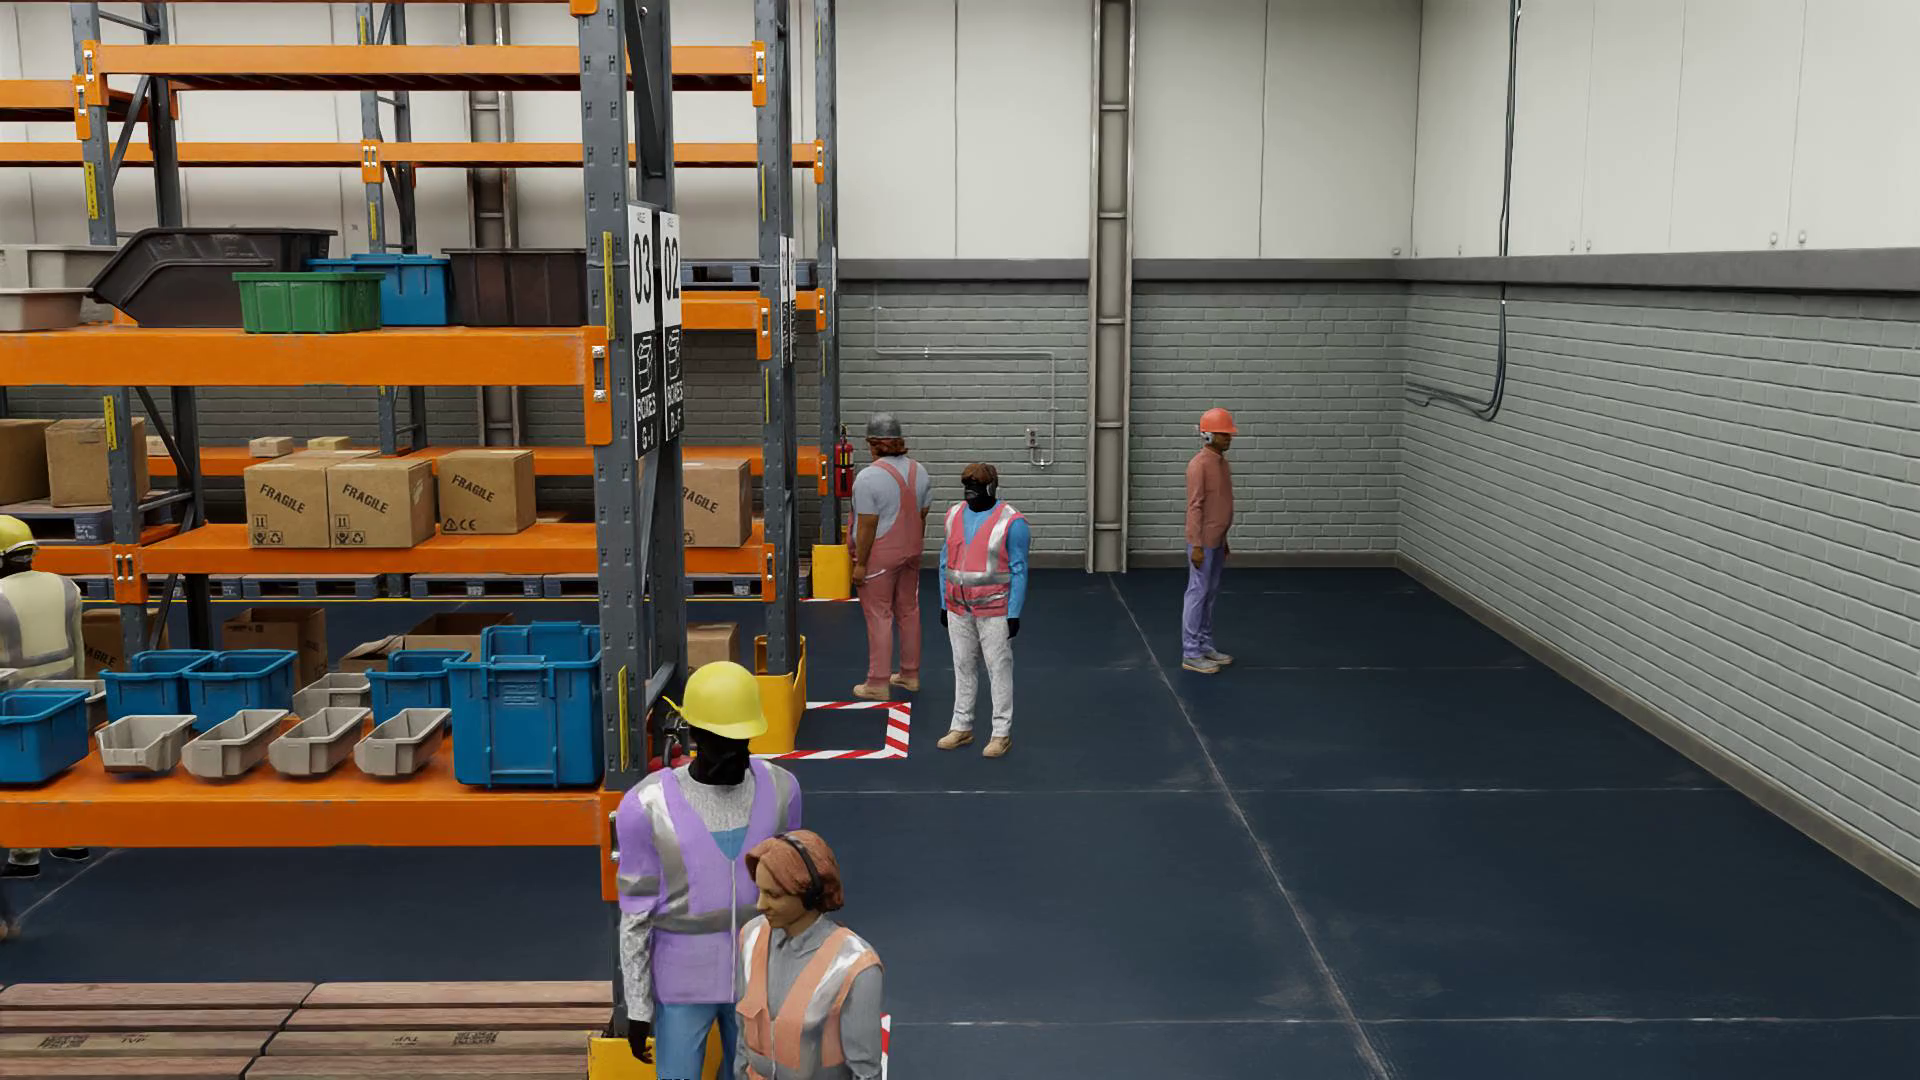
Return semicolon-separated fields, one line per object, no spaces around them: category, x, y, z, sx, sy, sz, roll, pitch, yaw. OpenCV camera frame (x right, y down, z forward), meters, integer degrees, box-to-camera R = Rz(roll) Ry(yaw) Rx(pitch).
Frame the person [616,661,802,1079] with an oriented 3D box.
person;-0.707;1.288;4.915;0.599;1.914;0.401;-6;11;-31

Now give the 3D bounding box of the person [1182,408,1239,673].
person;1.904;-0.005;12.597;0.395;1.993;0.613;5;11;29

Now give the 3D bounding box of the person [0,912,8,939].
person;-4.775;0.900;7.267;1.044;1.926;0.735;-2;9;-12

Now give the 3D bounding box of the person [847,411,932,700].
person;-0.552;0.100;11.811;0.536;2.000;0.688;8;12;40

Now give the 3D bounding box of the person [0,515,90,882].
person;-4.657;0.782;8.307;0.403;1.824;0.597;4;10;25

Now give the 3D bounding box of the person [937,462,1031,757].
person;0.123;0.427;10.416;0.625;1.844;0.429;6;11;33

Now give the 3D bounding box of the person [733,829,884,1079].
person;-0.385;1.531;4.296;0.524;1.631;0.318;8;12;41
